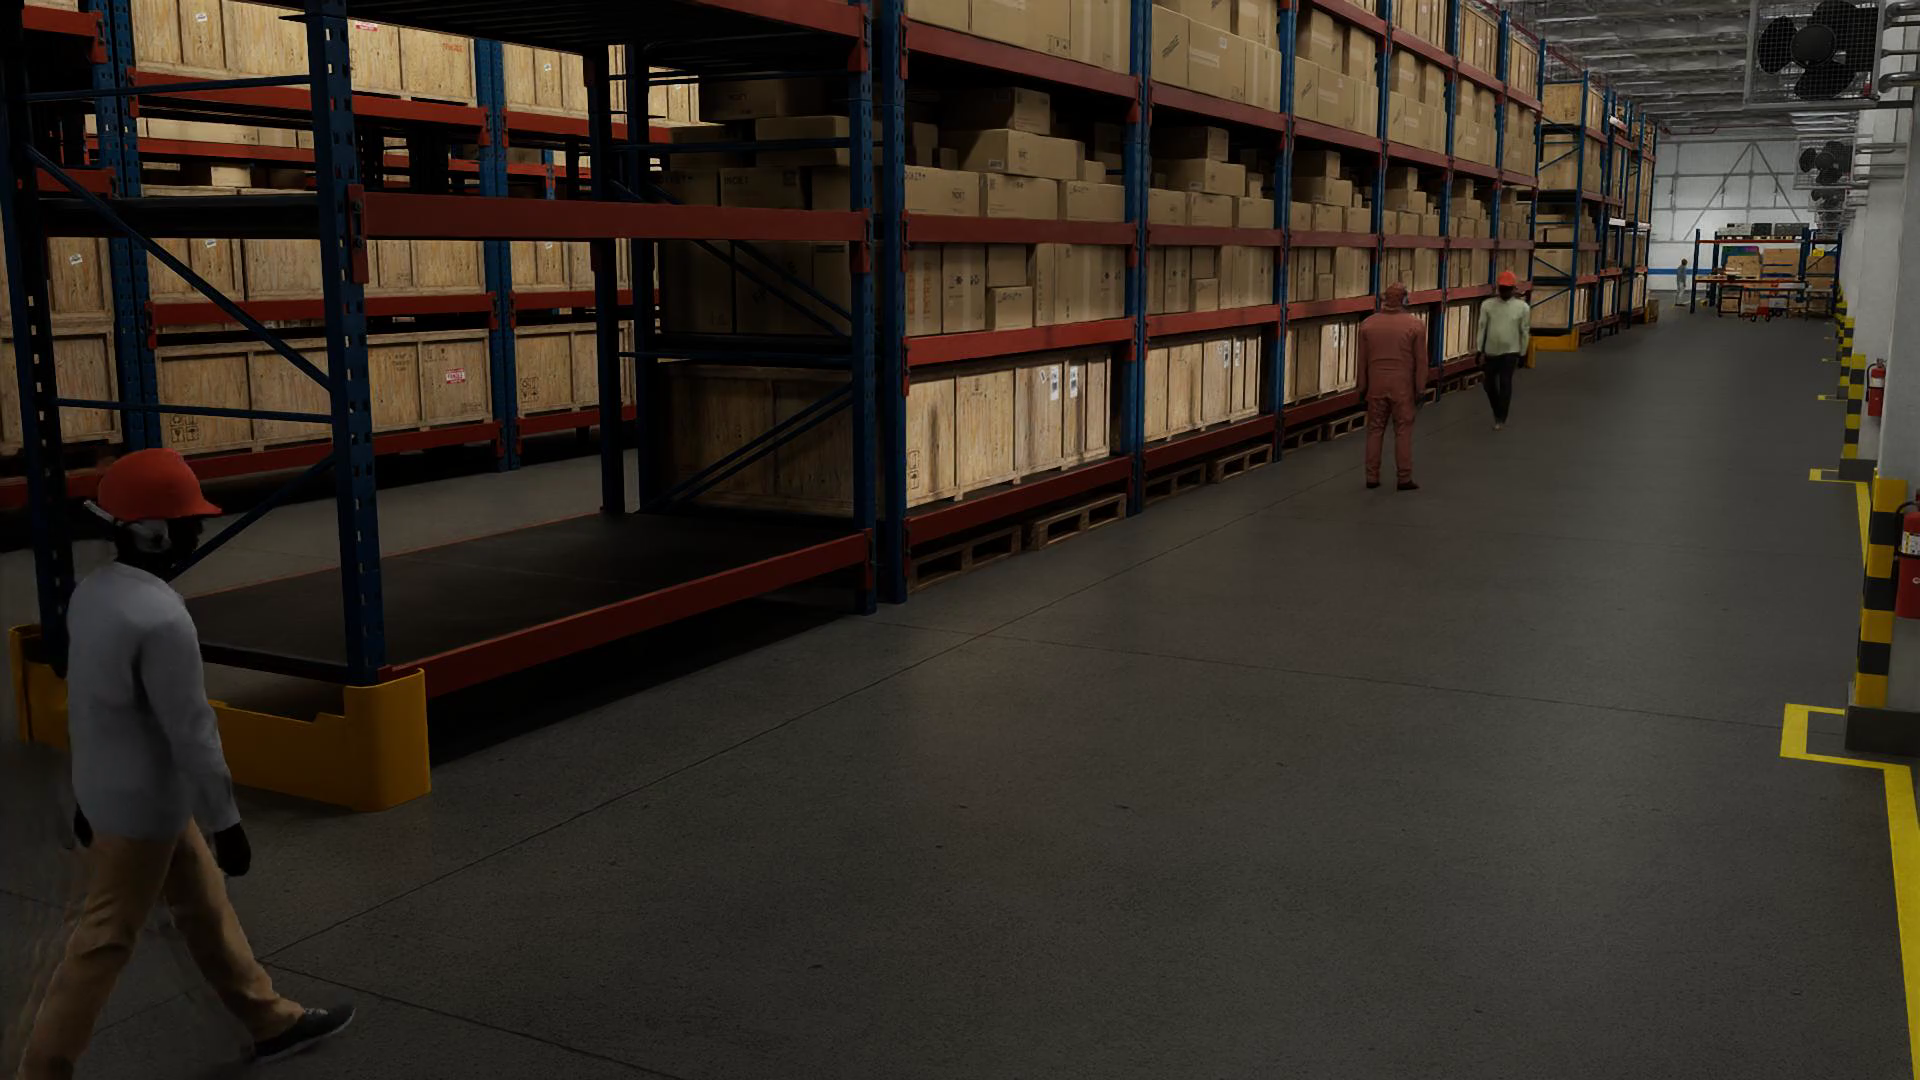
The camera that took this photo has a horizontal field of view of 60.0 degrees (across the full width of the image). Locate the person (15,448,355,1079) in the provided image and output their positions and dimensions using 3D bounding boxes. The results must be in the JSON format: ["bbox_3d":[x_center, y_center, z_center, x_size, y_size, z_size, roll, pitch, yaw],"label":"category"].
[{"bbox_3d":[-2.009,0.623,4.155,0.913,1.697,0.583,-8,13,-39],"label":"person"}]

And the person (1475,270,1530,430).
[{"bbox_3d":[6.726,-2.360,20.624,0.628,1.974,0.650,5,11,27],"label":"person"}]

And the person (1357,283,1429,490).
[{"bbox_3d":[3.997,-1.413,15.353,0.651,1.904,0.402,6,11,31],"label":"person"}]

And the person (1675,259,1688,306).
[{"bbox_3d":[29.414,-10.485,67.774,0.354,1.936,0.635,0,10,0],"label":"person"}]
